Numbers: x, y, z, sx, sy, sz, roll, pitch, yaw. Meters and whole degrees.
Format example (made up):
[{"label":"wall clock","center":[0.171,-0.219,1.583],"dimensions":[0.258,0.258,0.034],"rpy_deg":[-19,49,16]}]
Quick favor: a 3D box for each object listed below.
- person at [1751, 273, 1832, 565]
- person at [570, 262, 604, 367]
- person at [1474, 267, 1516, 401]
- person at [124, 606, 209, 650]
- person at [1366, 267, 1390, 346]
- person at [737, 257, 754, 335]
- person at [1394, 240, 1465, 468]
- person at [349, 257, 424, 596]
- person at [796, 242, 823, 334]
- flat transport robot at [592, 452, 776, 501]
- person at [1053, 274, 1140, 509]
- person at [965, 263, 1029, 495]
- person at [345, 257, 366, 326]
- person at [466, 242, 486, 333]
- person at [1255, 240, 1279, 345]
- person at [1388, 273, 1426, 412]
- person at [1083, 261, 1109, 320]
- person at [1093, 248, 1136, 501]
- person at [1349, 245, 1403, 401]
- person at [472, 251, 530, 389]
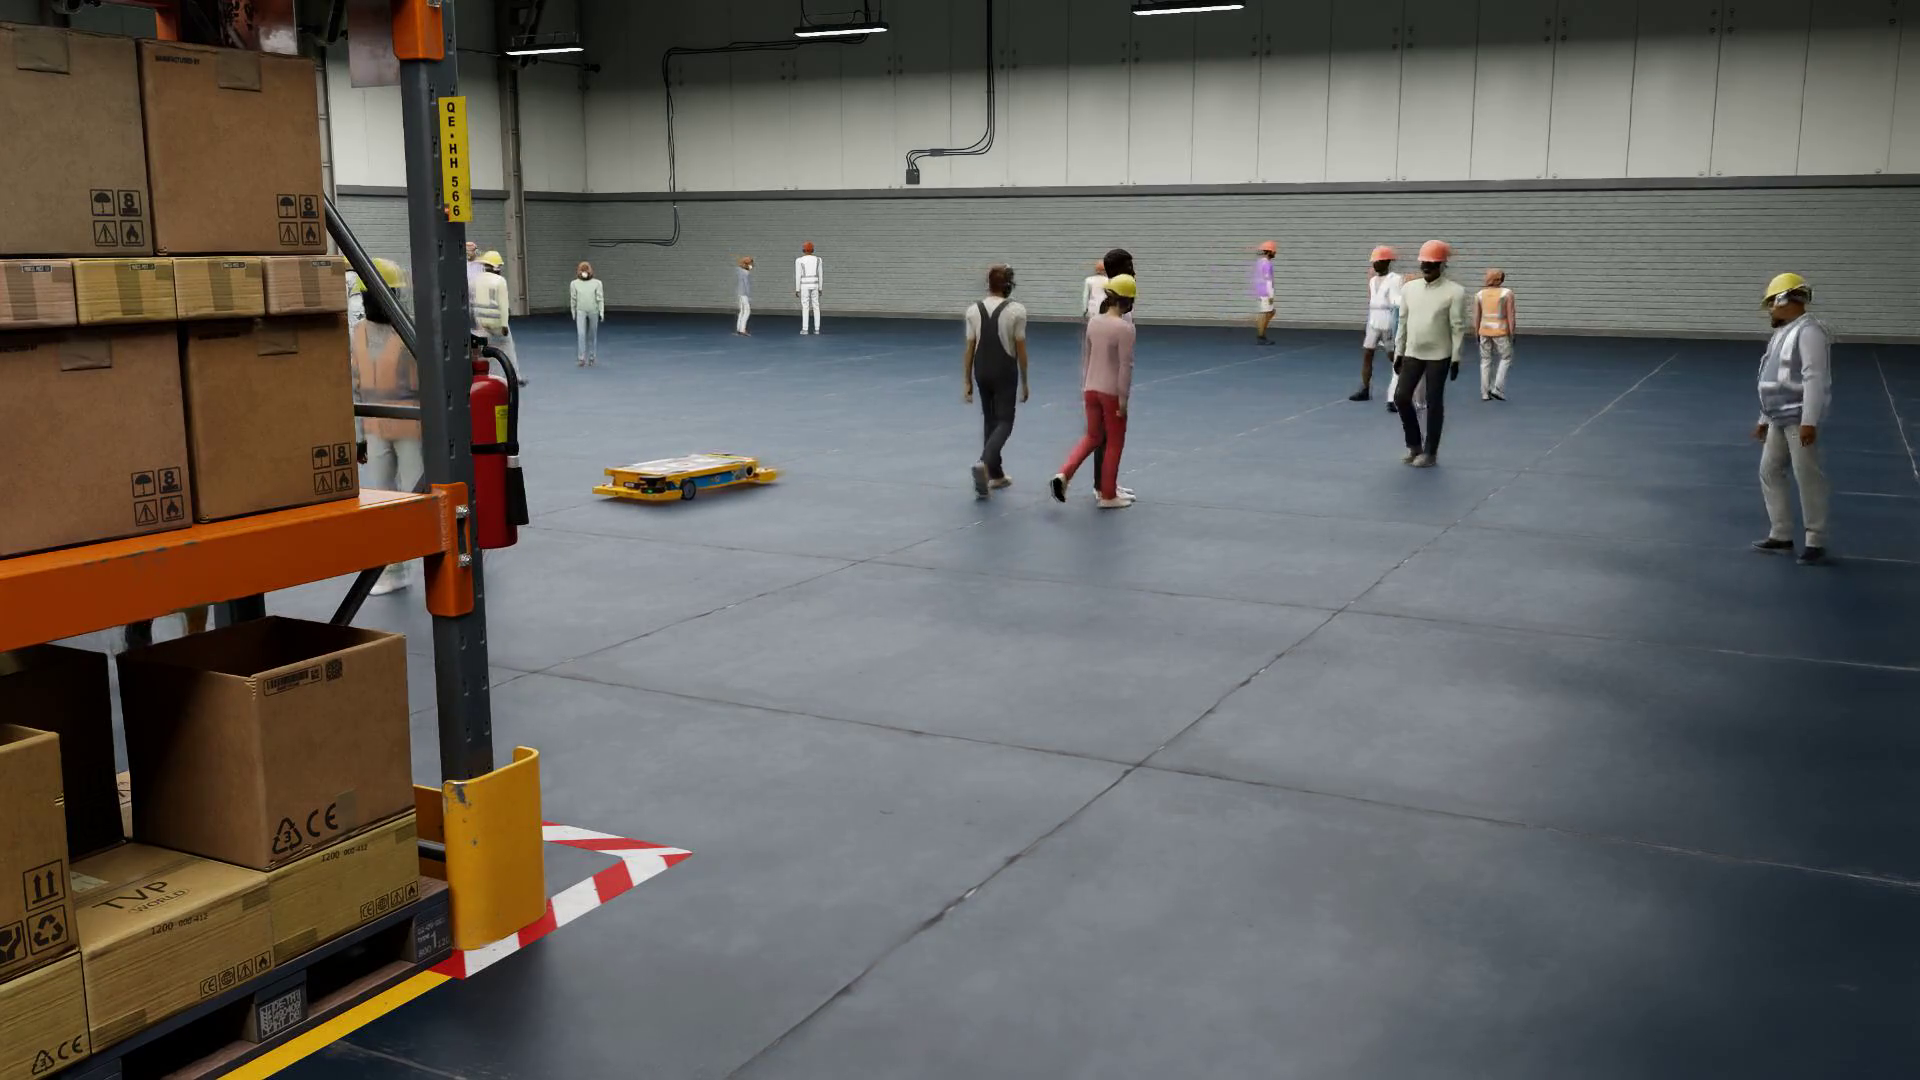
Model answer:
[{"label":"person","center":[5.220,-0.759,10.395],"dimensions":[0.448,1.783,0.653],"rpy_deg":[1,10,7]},{"label":"person","center":[-5.731,-3.457,25.591],"dimensions":[0.513,1.592,0.820],"rpy_deg":[-2,11,-11]},{"label":"person","center":[6.514,-2.495,20.259],"dimensions":[0.368,1.630,0.567],"rpy_deg":[-10,14,-43]},{"label":"person","center":[-3.511,-0.285,7.434],"dimensions":[0.495,1.924,0.557],"rpy_deg":[7,12,33]},{"label":"person","center":[7.667,-4.414,30.366],"dimensions":[0.533,1.767,0.326],"rpy_deg":[-7,13,-34]},{"label":"person","center":[-4.356,-4.948,33.747],"dimensions":[0.347,1.593,0.670],"rpy_deg":[-4,11,-19]},{"label":"person","center":[4.056,-1.604,14.460],"dimensions":[0.655,1.974,0.473],"rpy_deg":[9,14,41]},{"label":"person","center":[-3.161,-0.658,9.515],"dimensions":[0.597,1.908,0.656],"rpy_deg":[4,11,20]},{"label":"person","center":[-3.093,-5.156,34.094],"dimensions":[0.572,1.883,0.356],"rpy_deg":[-4,11,-23]},{"label":"flat transport robot","center":[-2.163,-0.512,13.165],"dimensions":[0.652,0.197,1.431],"rpy_deg":[7,12,33]},{"label":"person","center":[1.034,-1.079,12.236],"dimensions":[0.609,1.738,0.545],"rpy_deg":[-7,13,-35]},{"label":"person","center":[0.266,-1.255,13.026],"dimensions":[0.513,1.816,0.814],"rpy_deg":[5,11,24]},{"label":"person","center":[-9.465,-3.602,25.995],"dimensions":[0.296,1.745,0.484],"rpy_deg":[6,12,31]},{"label":"person","center":[-8.385,-4.159,28.602],"dimensions":[0.640,1.904,0.401],"rpy_deg":[-3,11,-17]},{"label":"person","center":[5.680,-4.549,30.678],"dimensions":[0.421,1.920,0.571],"rpy_deg":[0,10,-1]},{"label":"person","center":[5.178,-2.268,19.123],"dimensions":[0.510,1.602,0.834],"rpy_deg":[7,13,34]},{"label":"person","center":[2.280,-3.663,26.704],"dimensions":[0.547,1.592,0.842],"rpy_deg":[4,11,21]},{"label":"person","center":[1.167,-1.268,12.791],"dimensions":[0.391,1.920,0.587],"rpy_deg":[1,10,4]},{"label":"person","center":[5.243,-2.658,20.432],"dimensions":[0.916,1.907,0.564],"rpy_deg":[-6,12,-30]},{"label":"person","center":[-6.014,-2.861,21.778],"dimensions":[0.626,1.800,0.807],"rpy_deg":[6,12,30]}]
